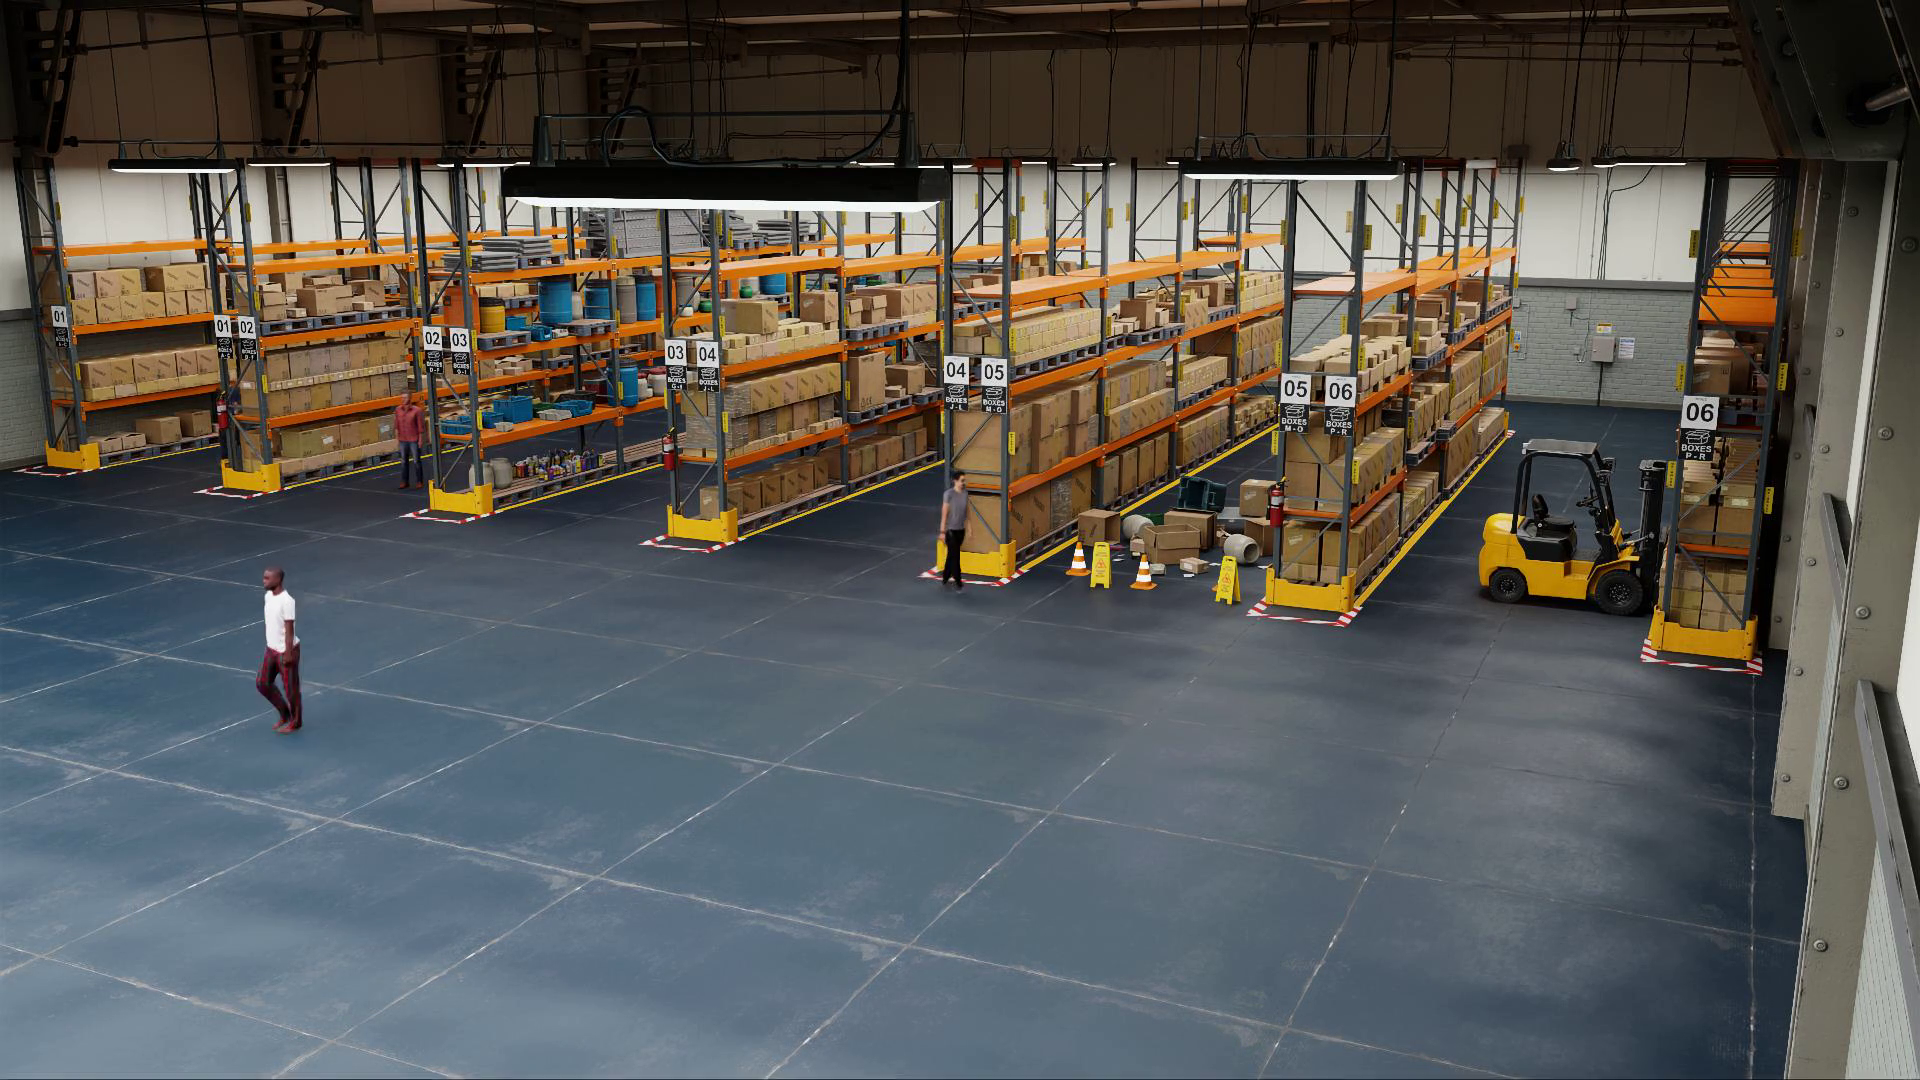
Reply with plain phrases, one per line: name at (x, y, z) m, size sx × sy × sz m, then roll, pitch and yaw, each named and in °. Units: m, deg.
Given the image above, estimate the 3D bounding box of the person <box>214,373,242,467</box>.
person at (-14.498, -2.408, 33.073) m, size 0.822 × 1.846 × 1.090 m, roll 3°, pitch 13°, yaw 11°

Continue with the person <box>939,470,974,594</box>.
person at (-0.143, -0.134, 23.514) m, size 0.880 × 1.728 × 0.982 m, roll 12°, pitch 18°, yaw 43°

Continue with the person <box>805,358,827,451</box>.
person at (-3.097, -2.853, 34.823) m, size 0.809 × 1.923 × 0.753 m, roll 2°, pitch 13°, yaw 7°

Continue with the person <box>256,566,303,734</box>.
person at (-7.152, 1.150, 17.746) m, size 0.747 × 1.828 × 0.730 m, roll 11°, pitch 17°, yaw 39°

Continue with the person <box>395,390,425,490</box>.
person at (-10.186, -1.869, 30.778) m, size 0.750 × 1.831 × 0.676 m, roll 2°, pitch 13°, yaw 7°
